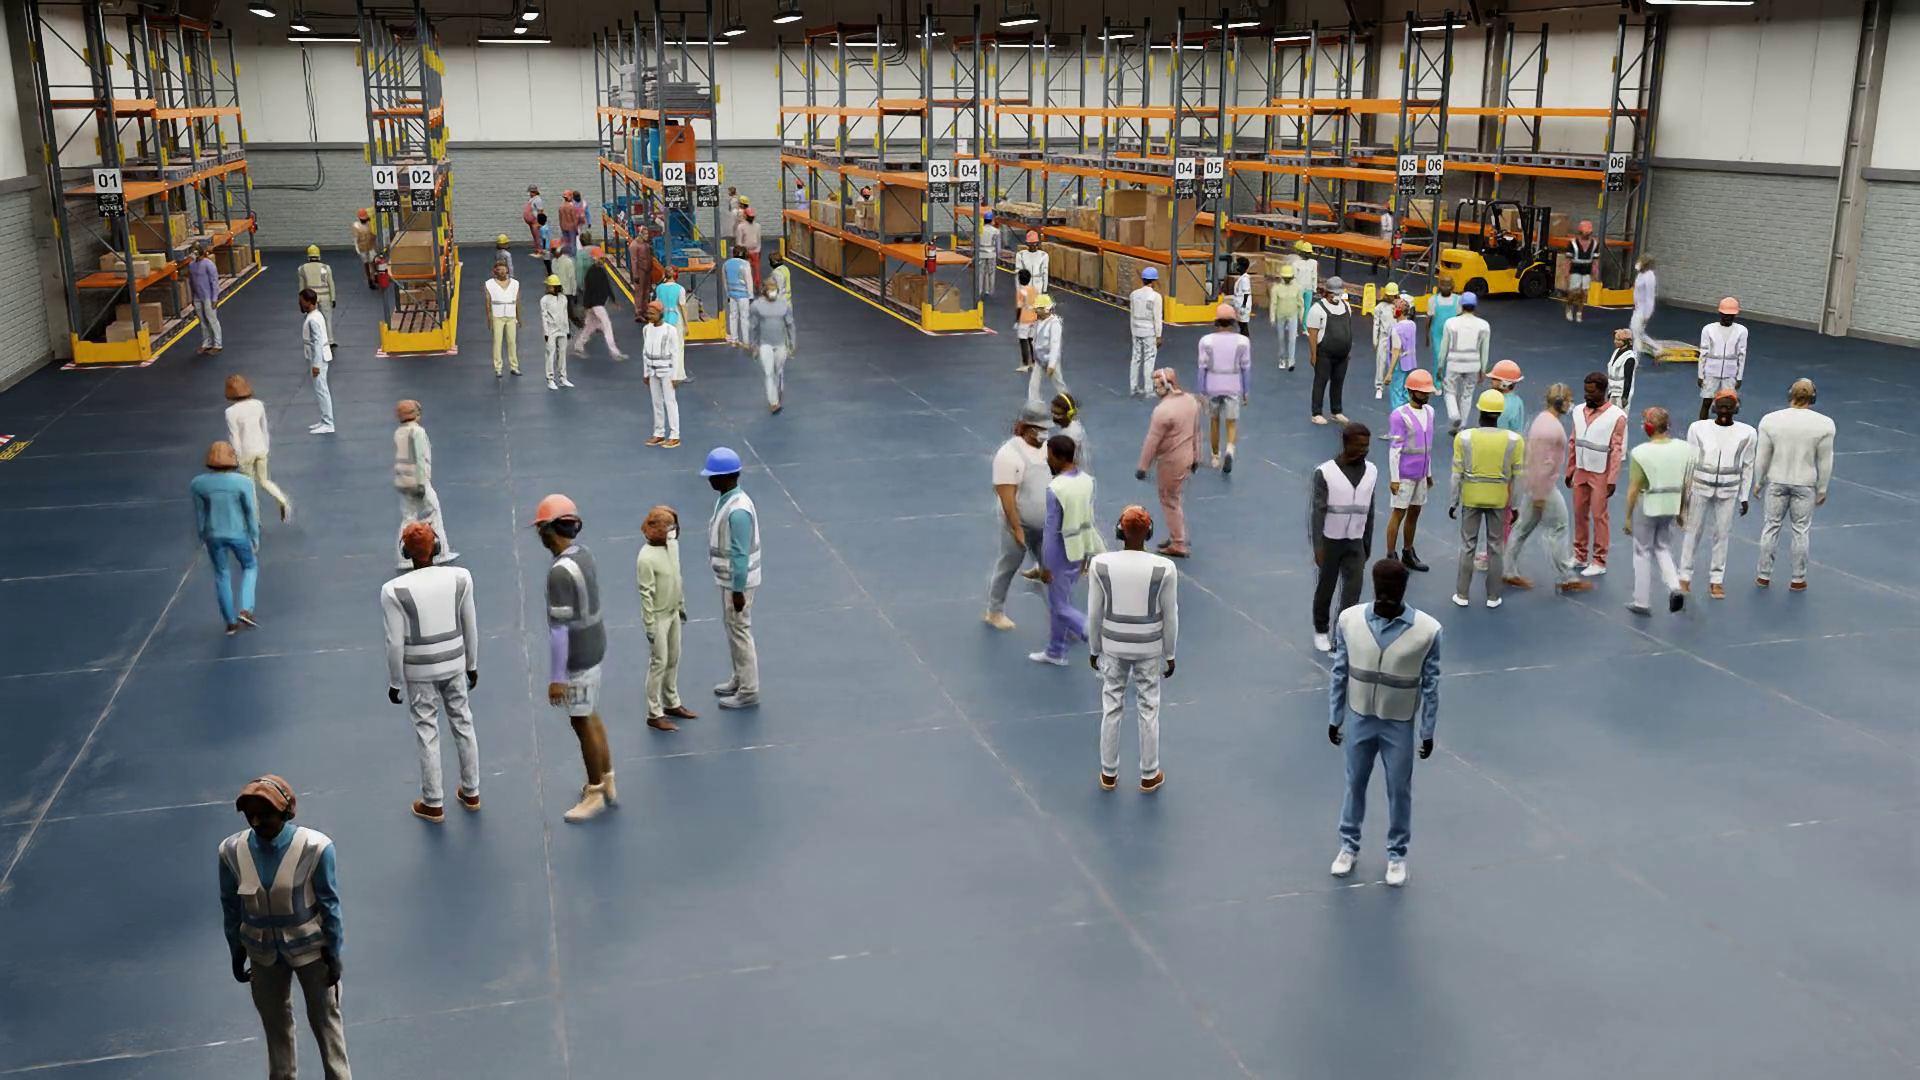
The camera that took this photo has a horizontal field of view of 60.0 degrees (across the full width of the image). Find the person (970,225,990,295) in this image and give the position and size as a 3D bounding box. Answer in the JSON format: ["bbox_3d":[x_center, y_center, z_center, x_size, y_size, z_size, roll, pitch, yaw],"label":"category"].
[{"bbox_3d":[0.514,-6.388,37.834,0.583,1.586,0.885,-1,15,-5],"label":"person"}]

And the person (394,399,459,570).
[{"bbox_3d":[-5.118,-0.530,15.772,0.574,1.590,0.677,12,19,38],"label":"person"}]

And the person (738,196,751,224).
[{"bbox_3d":[-5.621,-7.984,43.262,0.419,1.897,0.625,0,15,-1],"label":"person"}]

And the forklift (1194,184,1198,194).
[{"bbox_3d":[7.392,-11.333,53.972,1.873,2.768,1.129,-4,15,-15],"label":"forklift"}]

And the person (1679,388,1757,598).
[{"bbox_3d":[6.717,-0.414,14.800,0.574,1.882,0.361,6,16,22],"label":"person"}]

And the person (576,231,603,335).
[{"bbox_3d":[-6.986,-4.845,31.388,0.365,1.932,0.629,9,18,32],"label":"person"}]

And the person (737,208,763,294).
[{"bbox_3d":[-4.844,-6.637,38.101,0.641,1.954,1.014,-9,17,-30],"label":"person"}]

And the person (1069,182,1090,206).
[{"bbox_3d":[3.585,-9.763,49.877,0.622,1.928,0.432,0,15,-1],"label":"person"}]

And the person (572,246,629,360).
[{"bbox_3d":[-6.214,-4.029,28.304,1.039,1.951,0.604,1,15,5],"label":"person"}]

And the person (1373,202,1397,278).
[{"bbox_3d":[10.641,-7.499,41.398,0.558,1.922,0.743,-6,16,-23],"label":"person"}]

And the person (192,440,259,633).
[{"bbox_3d":[-6.079,-0.024,13.833,0.515,1.619,0.344,-2,15,-9],"label":"person"}]

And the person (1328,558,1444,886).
[{"bbox_3d":[2.397,1.006,9.410,0.602,1.909,0.390,7,16,25],"label":"person"}]

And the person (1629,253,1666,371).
[{"bbox_3d":[11.185,-3.699,27.083,0.647,1.926,0.634,3,15,10],"label":"person"}]

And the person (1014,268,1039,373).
[{"bbox_3d":[1.084,-3.562,27.003,0.320,1.695,0.540,11,18,36],"label":"person"}]

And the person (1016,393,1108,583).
[{"bbox_3d":[0.996,-0.471,15.184,0.970,1.797,0.584,-3,15,-12],"label":"person"}]

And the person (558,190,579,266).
[{"bbox_3d":[-10.353,-8.261,44.110,0.608,1.995,0.377,9,17,30],"label":"person"}]

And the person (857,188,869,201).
[{"bbox_3d":[-2.755,-9.298,48.309,0.429,1.844,0.625,-7,16,-24],"label":"person"}]

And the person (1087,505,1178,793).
[{"bbox_3d":[1.100,0.699,10.610,0.576,1.882,0.354,4,15,13],"label":"person"}]

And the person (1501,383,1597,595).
[{"bbox_3d":[5.341,-0.452,14.891,0.953,1.900,0.648,3,15,11],"label":"person"}]

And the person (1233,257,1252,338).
[{"bbox_3d":[4.898,-4.057,28.861,0.319,1.695,0.539,1,15,3],"label":"person"}]

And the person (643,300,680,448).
[{"bbox_3d":[-3.815,-2.117,21.221,0.580,1.879,0.347,10,18,34],"label":"person"}]

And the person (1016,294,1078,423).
[{"bbox_3d":[1.234,-2.474,22.747,0.926,1.791,0.616,-8,17,-28],"label":"person"}]

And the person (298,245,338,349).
[{"bbox_3d":[-11.378,-4.297,29.506,0.600,1.831,0.404,-2,15,-7],"label":"person"}]

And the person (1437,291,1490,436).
[{"bbox_3d":[6.551,-2.255,21.645,0.643,1.922,0.588,2,15,6],"label":"person"}]

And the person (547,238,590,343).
[{"bbox_3d":[-7.057,-4.457,29.903,0.633,1.952,0.958,14,20,43],"label":"person"}]

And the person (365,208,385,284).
[{"bbox_3d":[-14.212,-7.125,40.238,0.593,1.796,0.917,-3,15,-10],"label":"person"}]

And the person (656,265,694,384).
[{"bbox_3d":[-4.478,-3.361,25.951,0.564,1.850,0.390,8,17,29],"label":"person"}]

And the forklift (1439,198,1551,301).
[{"bbox_3d":[11.913,-6.508,37.130,2.313,2.155,1.214,-4,15,-15],"label":"forklift"}]

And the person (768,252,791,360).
[{"bbox_3d":[-3.095,-3.987,28.337,0.430,1.837,0.619,2,15,7],"label":"person"}]

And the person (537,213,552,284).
[{"bbox_3d":[-9.945,-6.996,39.938,0.328,1.685,0.548,-1,15,-6],"label":"person"}]

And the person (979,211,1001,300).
[{"bbox_3d":[0.609,-6.284,36.790,0.612,1.943,0.407,3,15,10],"label":"person"}]

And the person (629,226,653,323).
[{"bbox_3d":[-6.309,-5.288,33.127,0.401,1.894,0.654,5,16,18],"label":"person"}]

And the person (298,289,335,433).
[{"bbox_3d":[-8.557,-2.386,22.149,0.377,1.917,0.599,-6,16,-20],"label":"person"}]

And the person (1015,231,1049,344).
[{"bbox_3d":[1.299,-4.562,30.101,0.608,2.044,0.371,-1,15,-3],"label":"person"}]

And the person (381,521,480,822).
[{"bbox_3d":[-3.232,0.806,10.210,0.574,1.881,0.358,-12,19,-38],"label":"person"}]

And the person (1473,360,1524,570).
[{"bbox_3d":[5.081,-0.704,15.668,0.373,1.997,0.616,9,17,30],"label":"person"}]

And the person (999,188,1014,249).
[{"bbox_3d":[1.358,-9.466,49.048,0.641,1.790,0.496,-12,19,-39],"label":"person"}]

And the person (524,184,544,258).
[{"bbox_3d":[-11.922,-8.924,46.518,0.537,2.000,0.689,-8,17,-28],"label":"person"}]

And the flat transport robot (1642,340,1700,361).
[{"bbox_3d":[12.231,-3.275,28.653,0.652,0.197,1.431,0,15,-2],"label":"flat transport robot"}]

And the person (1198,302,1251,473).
[{"bbox_3d":[3.116,-1.781,19.676,0.617,2.027,0.771,2,15,6],"label":"person"}]
